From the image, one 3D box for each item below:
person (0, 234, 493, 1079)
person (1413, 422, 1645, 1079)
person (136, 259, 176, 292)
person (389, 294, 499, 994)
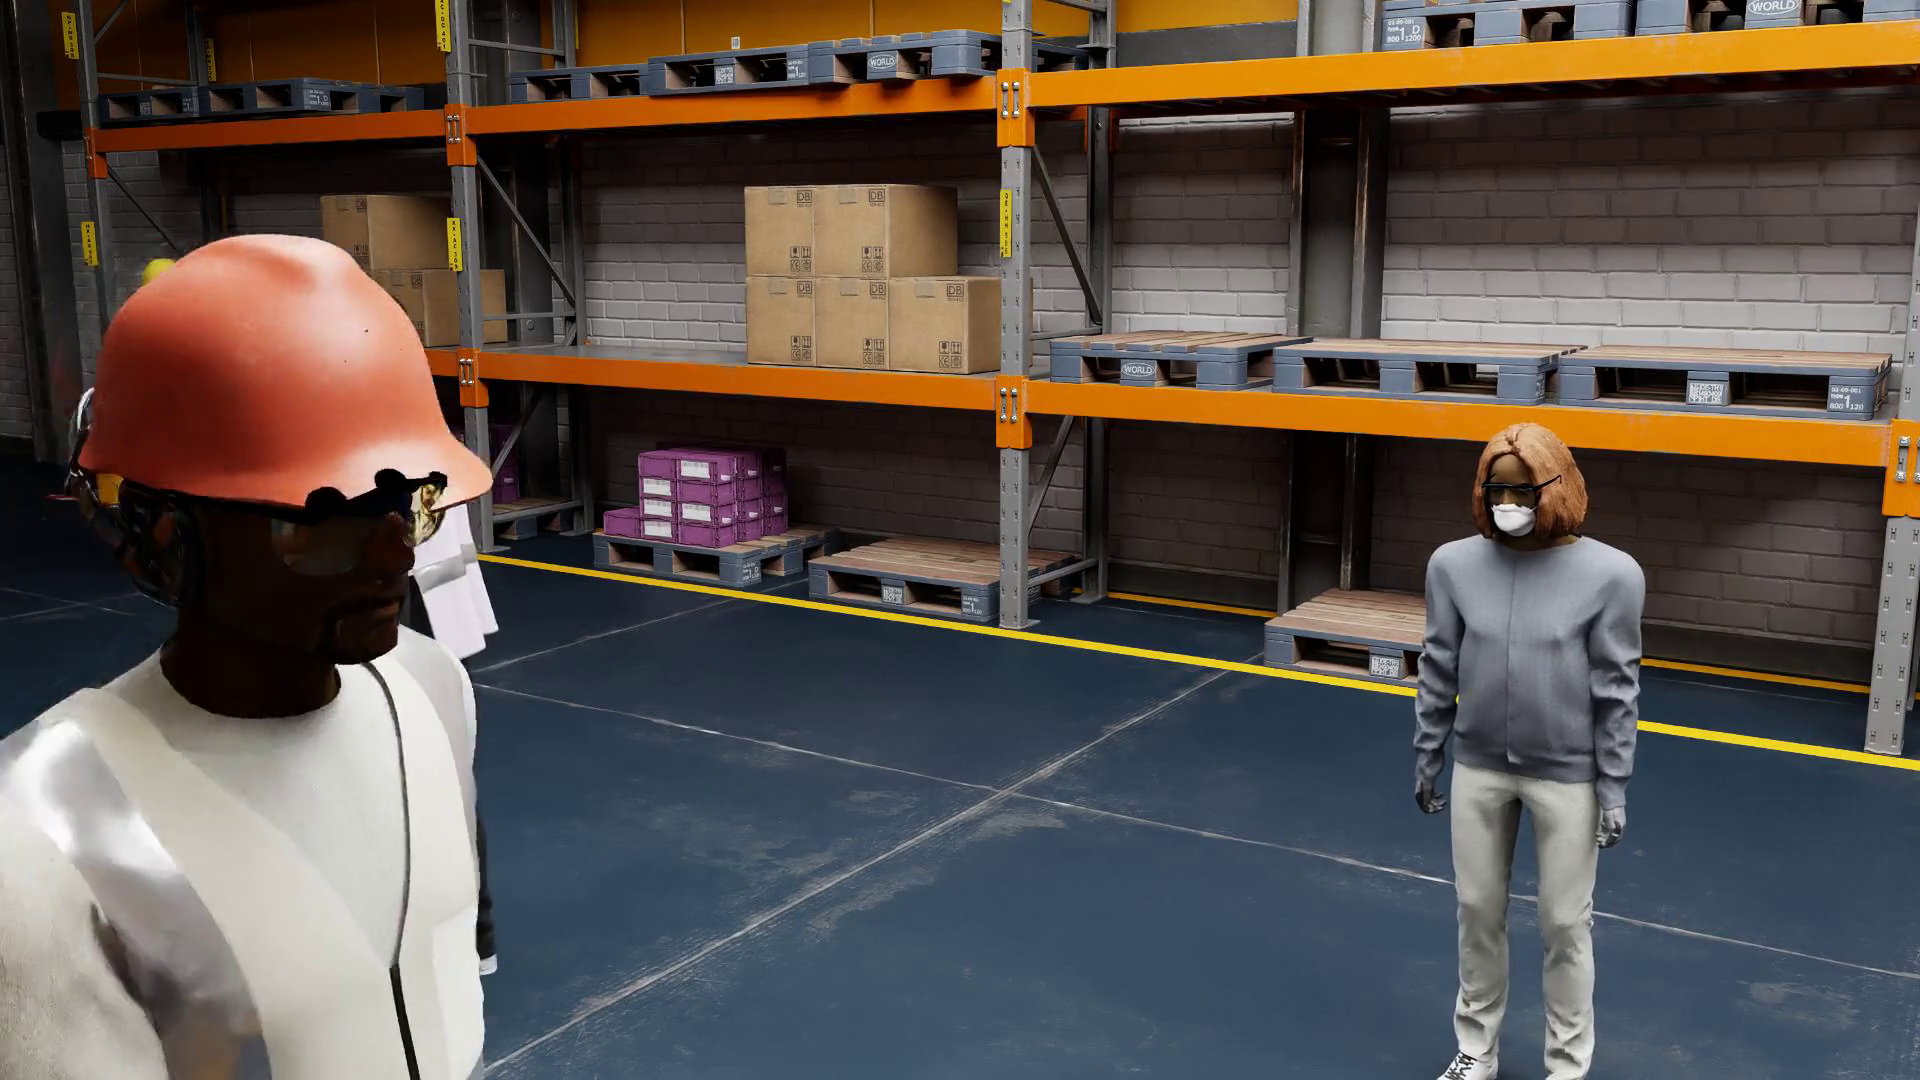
[{"bbox_3d":[-0.527,0.760,1.475,0.516,2.021,0.621,4,11,20],"label":"person"},{"bbox_3d":[1.272,0.540,3.797,0.503,1.622,0.299,7,13,35],"label":"person"},{"bbox_3d":[-4.419,-0.630,9.468,0.396,1.918,0.588,0,10,2],"label":"person"},{"bbox_3d":[-1.421,0.303,4.342,0.410,1.908,0.595,-1,10,-7],"label":"person"}]
